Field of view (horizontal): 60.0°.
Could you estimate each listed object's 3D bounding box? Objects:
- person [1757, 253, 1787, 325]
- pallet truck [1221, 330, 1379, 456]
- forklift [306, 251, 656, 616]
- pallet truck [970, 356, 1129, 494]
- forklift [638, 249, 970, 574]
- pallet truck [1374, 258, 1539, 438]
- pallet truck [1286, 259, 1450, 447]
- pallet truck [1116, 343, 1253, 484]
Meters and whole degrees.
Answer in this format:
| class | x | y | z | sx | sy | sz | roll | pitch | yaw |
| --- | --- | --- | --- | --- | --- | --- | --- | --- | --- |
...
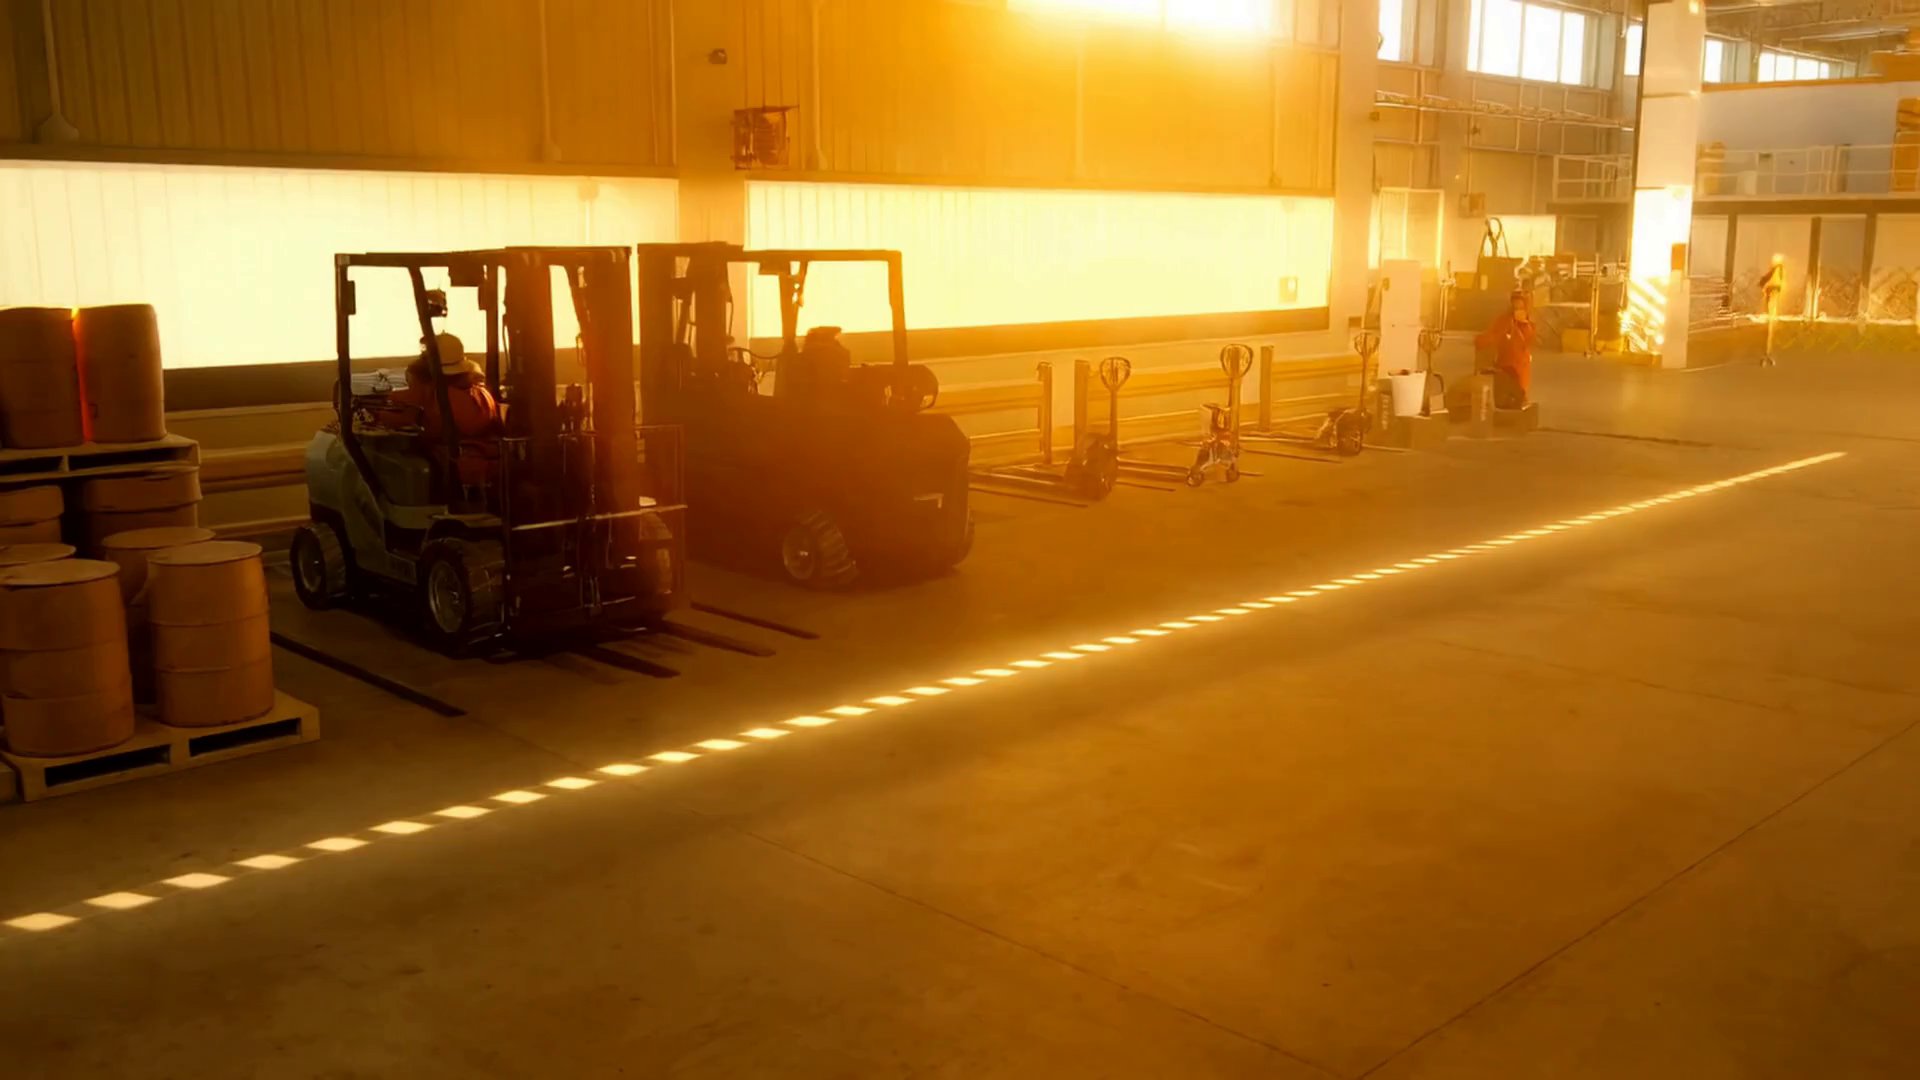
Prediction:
| class | x | y | z | sx | sy | sz | roll | pitch | yaw |
| --- | --- | --- | --- | --- | --- | --- | --- | --- | --- |
| person | 20.372 | -6.293 | 41.734 | 0.596 | 1.805 | 0.815 | 2 | 11 | 9 |
| pallet truck | 3.563 | -1.581 | 17.381 | 0.653 | 1.274 | 1.630 | -10 | 14 | -44 |
| forklift | -2.833 | -0.669 | 9.694 | 1.157 | 1.987 | 2.680 | -10 | 14 | -44 |
| pallet truck | 0.784 | -1.085 | 14.876 | 0.680 | 1.201 | 1.601 | -10 | 14 | -44 |
| forklift | -1.173 | -0.958 | 11.239 | 2.680 | 1.987 | 1.157 | 10 | 14 | 43 |
| pallet truck | 5.704 | -2.208 | 18.901 | 1.885 | 1.965 | 0.823 | 10 | 14 | 43 |
| pallet truck | 4.493 | -2.078 | 18.196 | 0.823 | 1.965 | 1.885 | -9 | 14 | -40 |
| pallet truck | 1.962 | -1.215 | 15.415 | 1.522 | 1.261 | 0.704 | 10 | 14 | 43 |
